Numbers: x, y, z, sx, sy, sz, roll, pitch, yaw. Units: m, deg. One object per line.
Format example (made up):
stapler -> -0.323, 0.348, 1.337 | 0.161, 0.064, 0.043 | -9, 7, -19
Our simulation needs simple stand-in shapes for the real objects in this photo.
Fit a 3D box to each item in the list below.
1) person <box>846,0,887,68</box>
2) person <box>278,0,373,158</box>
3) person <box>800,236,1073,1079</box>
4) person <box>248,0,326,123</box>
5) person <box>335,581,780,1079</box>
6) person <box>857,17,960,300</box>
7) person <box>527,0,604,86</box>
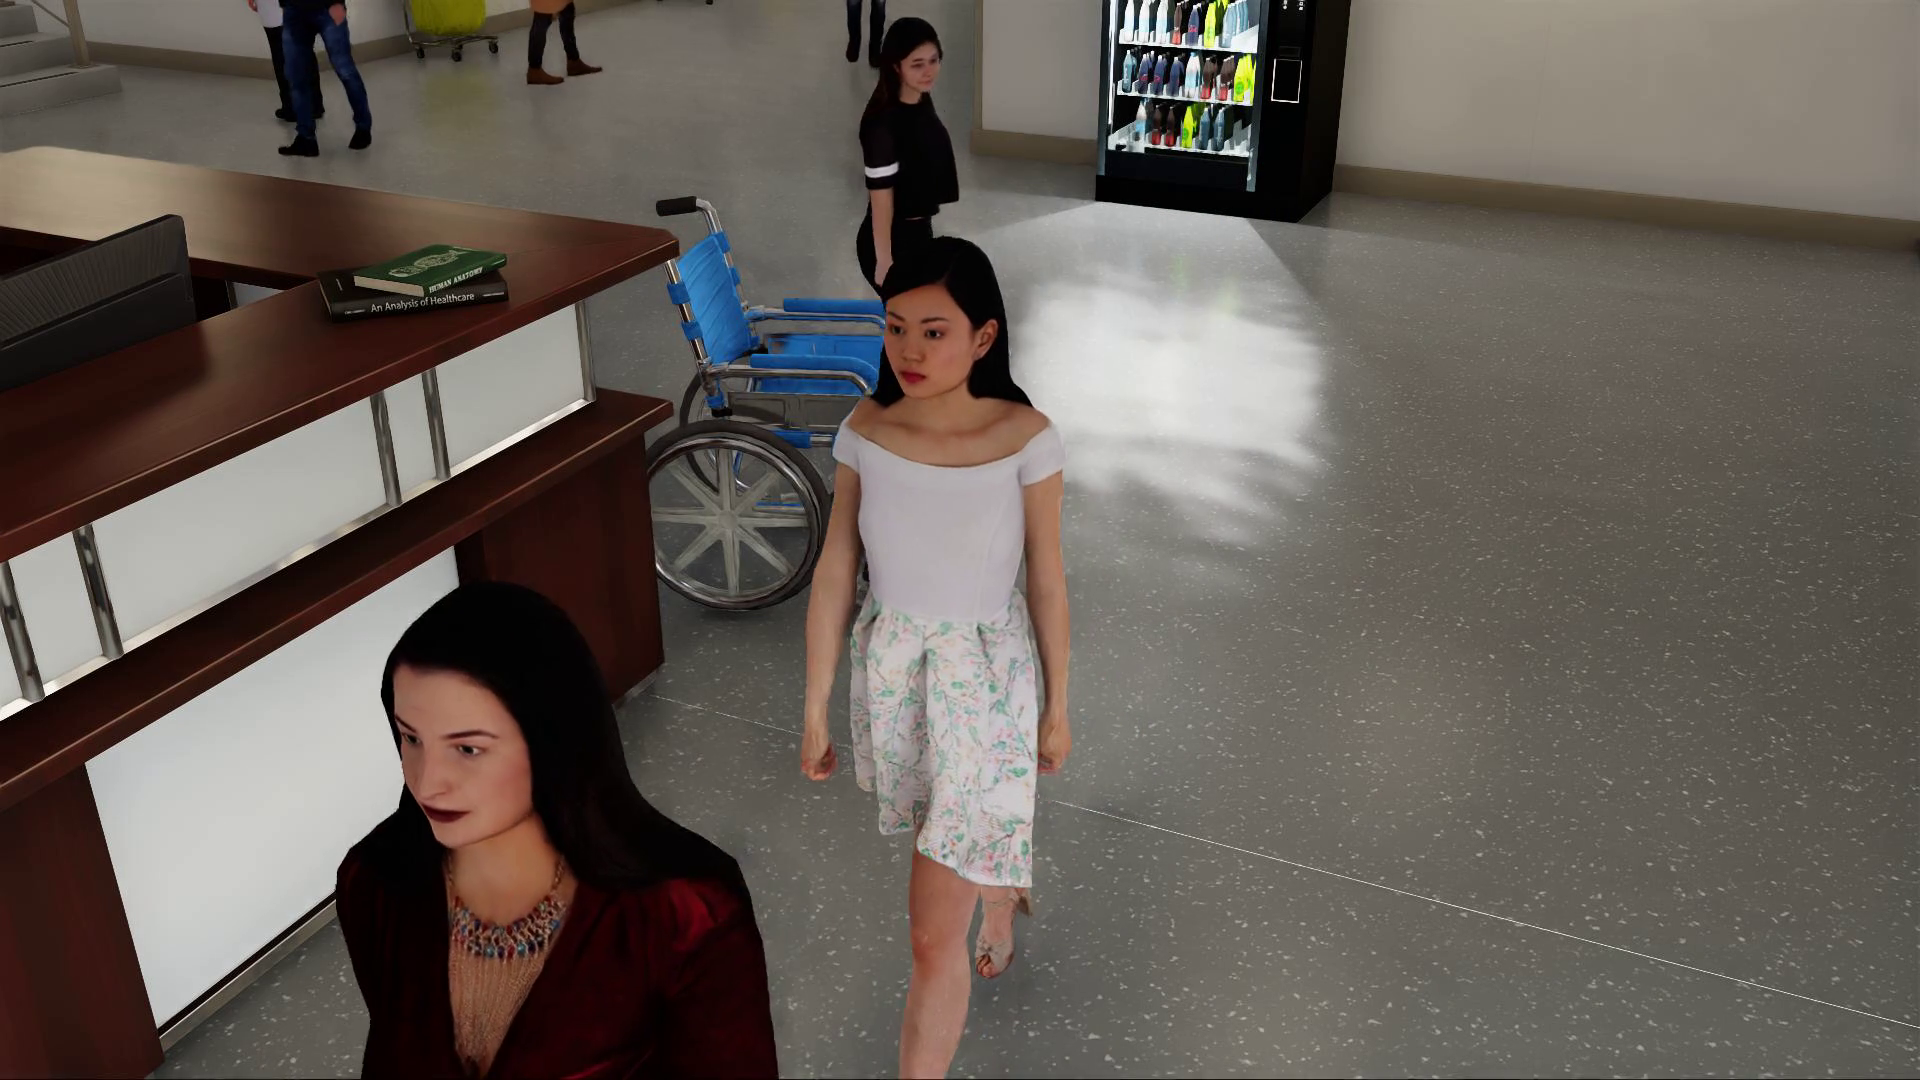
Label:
person -> -0.752, -4.859, 13.582 | 0.778, 1.890, 0.871 | -3, 26, -6
person -> -4.063, -3.401, 10.612 | 0.976, 1.844, 0.917 | 5, 26, 11
person -> -0.006, 0.310, 3.063 | 1.179, 1.716, 0.772 | 8, 27, 17
person -> -4.744, -3.853, 11.600 | 0.735, 1.799, 0.751 | -18, 31, -32
person -> -0.384, 0.817, 2.017 | 1.089, 1.711, 0.903 | 5, 26, 10
person -> -0.275, -1.060, 6.017 | 0.740, 1.618, 0.681 | 7, 27, 14
person -> -3.246, -4.334, 12.653 | 0.987, 1.708, 0.928 | -9, 27, -17
